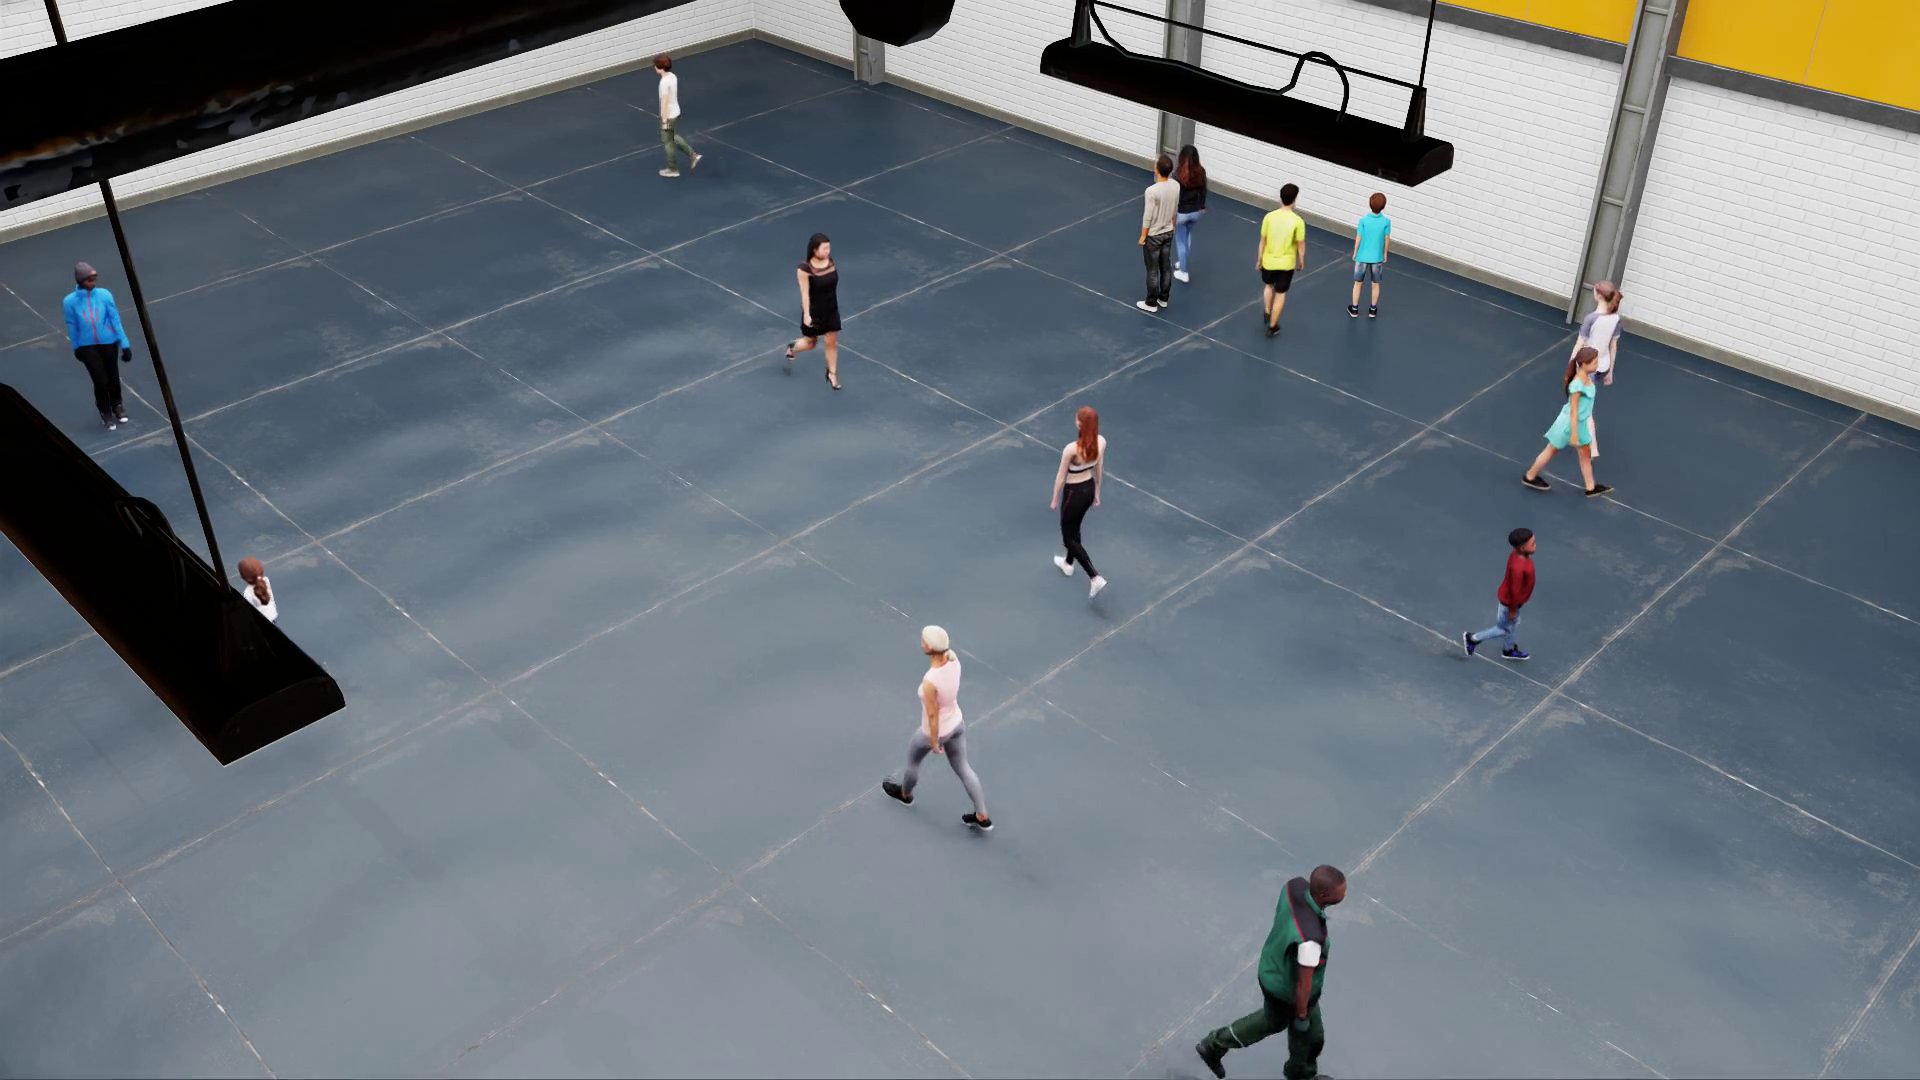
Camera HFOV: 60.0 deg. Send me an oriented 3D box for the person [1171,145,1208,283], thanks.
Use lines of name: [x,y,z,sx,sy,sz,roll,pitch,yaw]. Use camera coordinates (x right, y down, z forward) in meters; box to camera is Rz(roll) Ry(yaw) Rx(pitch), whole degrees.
person: [2.658,-3.757,19.252,0.750,1.623,0.768,-16,37,-22]

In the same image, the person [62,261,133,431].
person: [-8.524,-1.933,16.384,0.654,1.760,0.717,-17,37,-24]

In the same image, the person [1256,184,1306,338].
person: [3.447,-3.005,18.061,0.847,1.689,0.853,15,36,21]

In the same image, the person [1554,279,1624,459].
person: [6.081,-1.592,15.905,0.917,1.723,1.171,-9,35,-14]

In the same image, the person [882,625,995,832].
person: [-0.054,1.334,11.539,1.149,1.683,0.618,24,40,31]

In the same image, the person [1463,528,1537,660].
person: [4.349,0.452,13.263,0.842,1.243,0.693,10,35,15]

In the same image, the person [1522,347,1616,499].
person: [5.552,-1.078,15.319,1.091,1.515,0.727,18,38,25]

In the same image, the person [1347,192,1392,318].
person: [4.576,-3.187,18.551,0.577,1.449,0.652,3,34,4]

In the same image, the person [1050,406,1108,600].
person: [1.026,-0.302,13.961,0.696,1.726,1.074,-21,39,-28]

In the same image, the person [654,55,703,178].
person: [-3.763,-5.601,22.010,0.933,1.641,0.834,5,34,7]

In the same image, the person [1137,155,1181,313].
person: [2.235,-3.433,18.595,0.674,1.811,0.588,-23,40,-30]

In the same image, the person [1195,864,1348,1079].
person: [1.824,2.554,9.590,1.212,1.807,1.164,-1,34,-1]

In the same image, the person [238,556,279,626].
person: [-5.464,0.616,13.142,0.658,1.104,0.579,7,34,11]

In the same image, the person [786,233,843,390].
person: [-1.512,-2.349,17.072,0.937,1.691,0.636,28,43,36]
